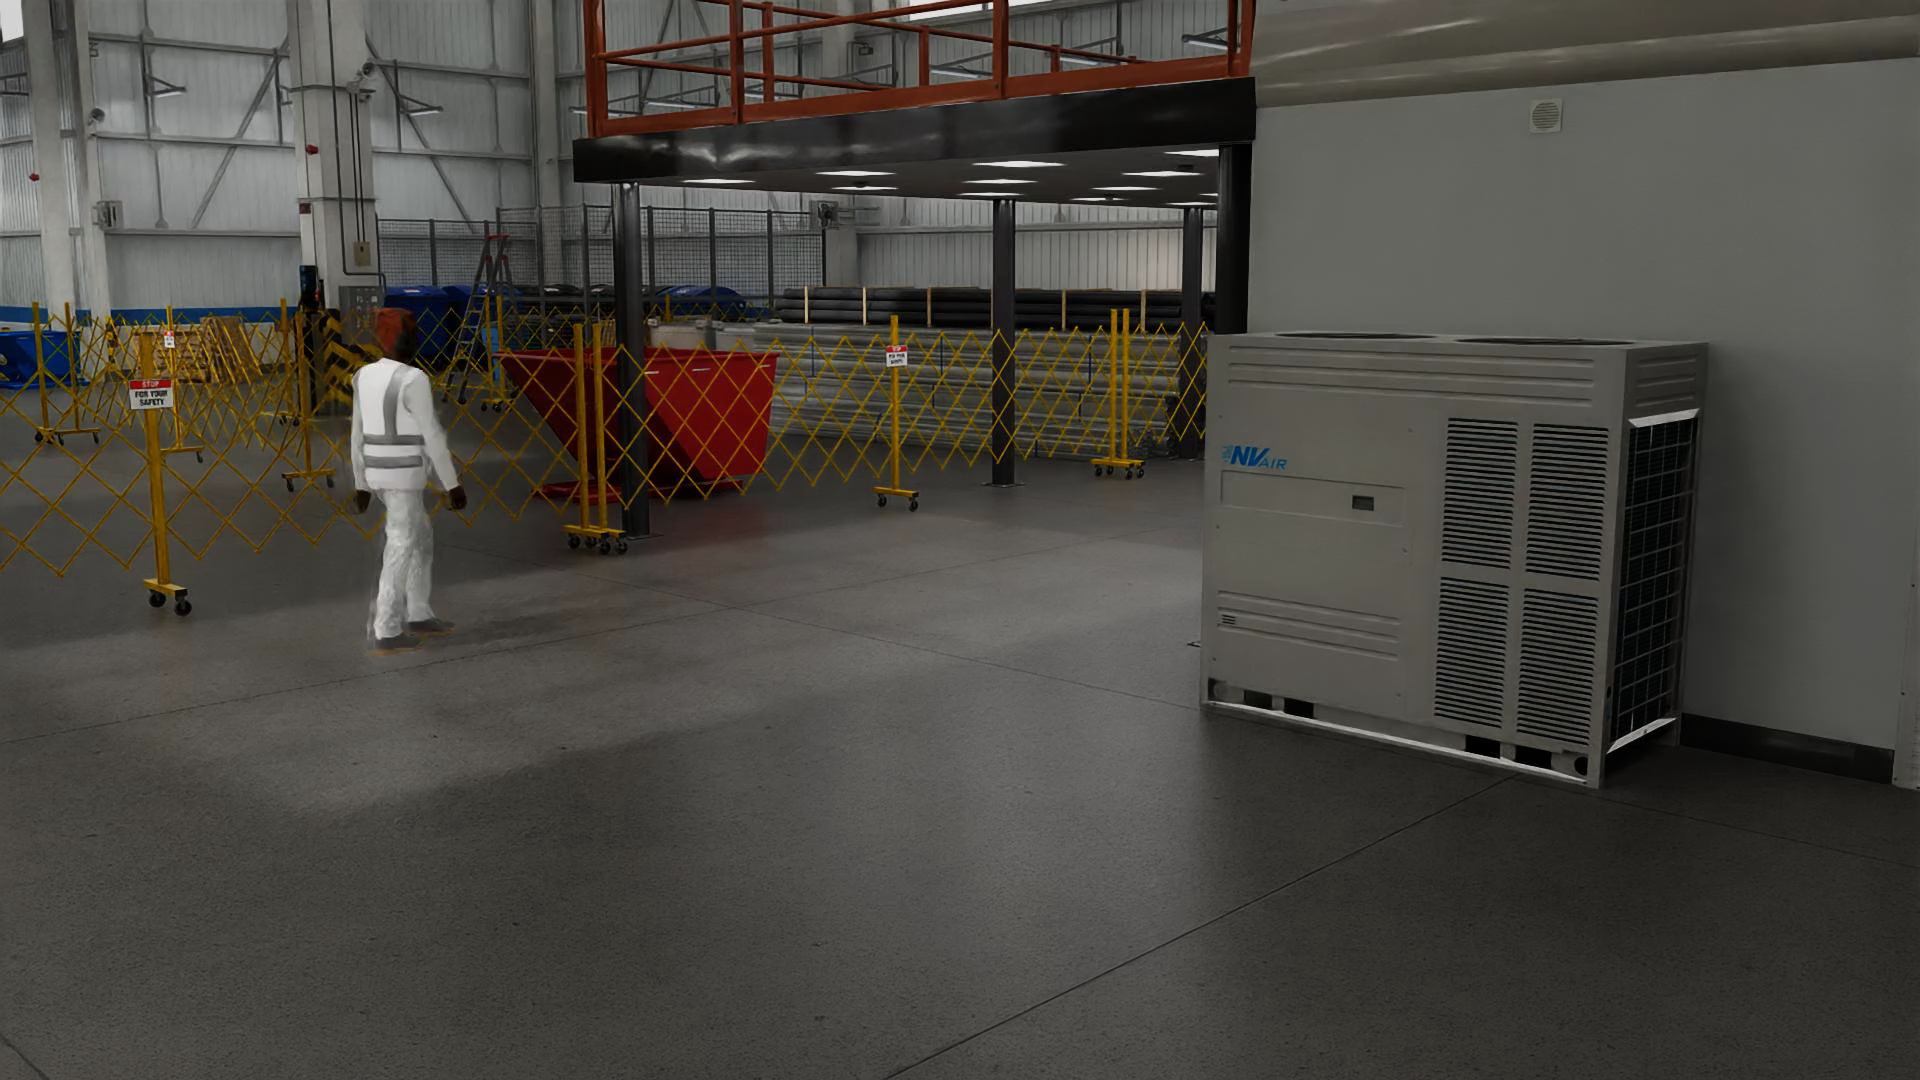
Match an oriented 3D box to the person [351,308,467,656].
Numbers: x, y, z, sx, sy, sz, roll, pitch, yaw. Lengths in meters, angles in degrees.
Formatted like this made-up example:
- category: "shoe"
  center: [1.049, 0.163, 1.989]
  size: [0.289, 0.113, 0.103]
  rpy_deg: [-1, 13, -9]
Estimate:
- category: "person"
  center: [-2.939, -0.319, 9.026]
  size: [0.584, 1.858, 0.731]
  rpy_deg: [8, 12, 42]
